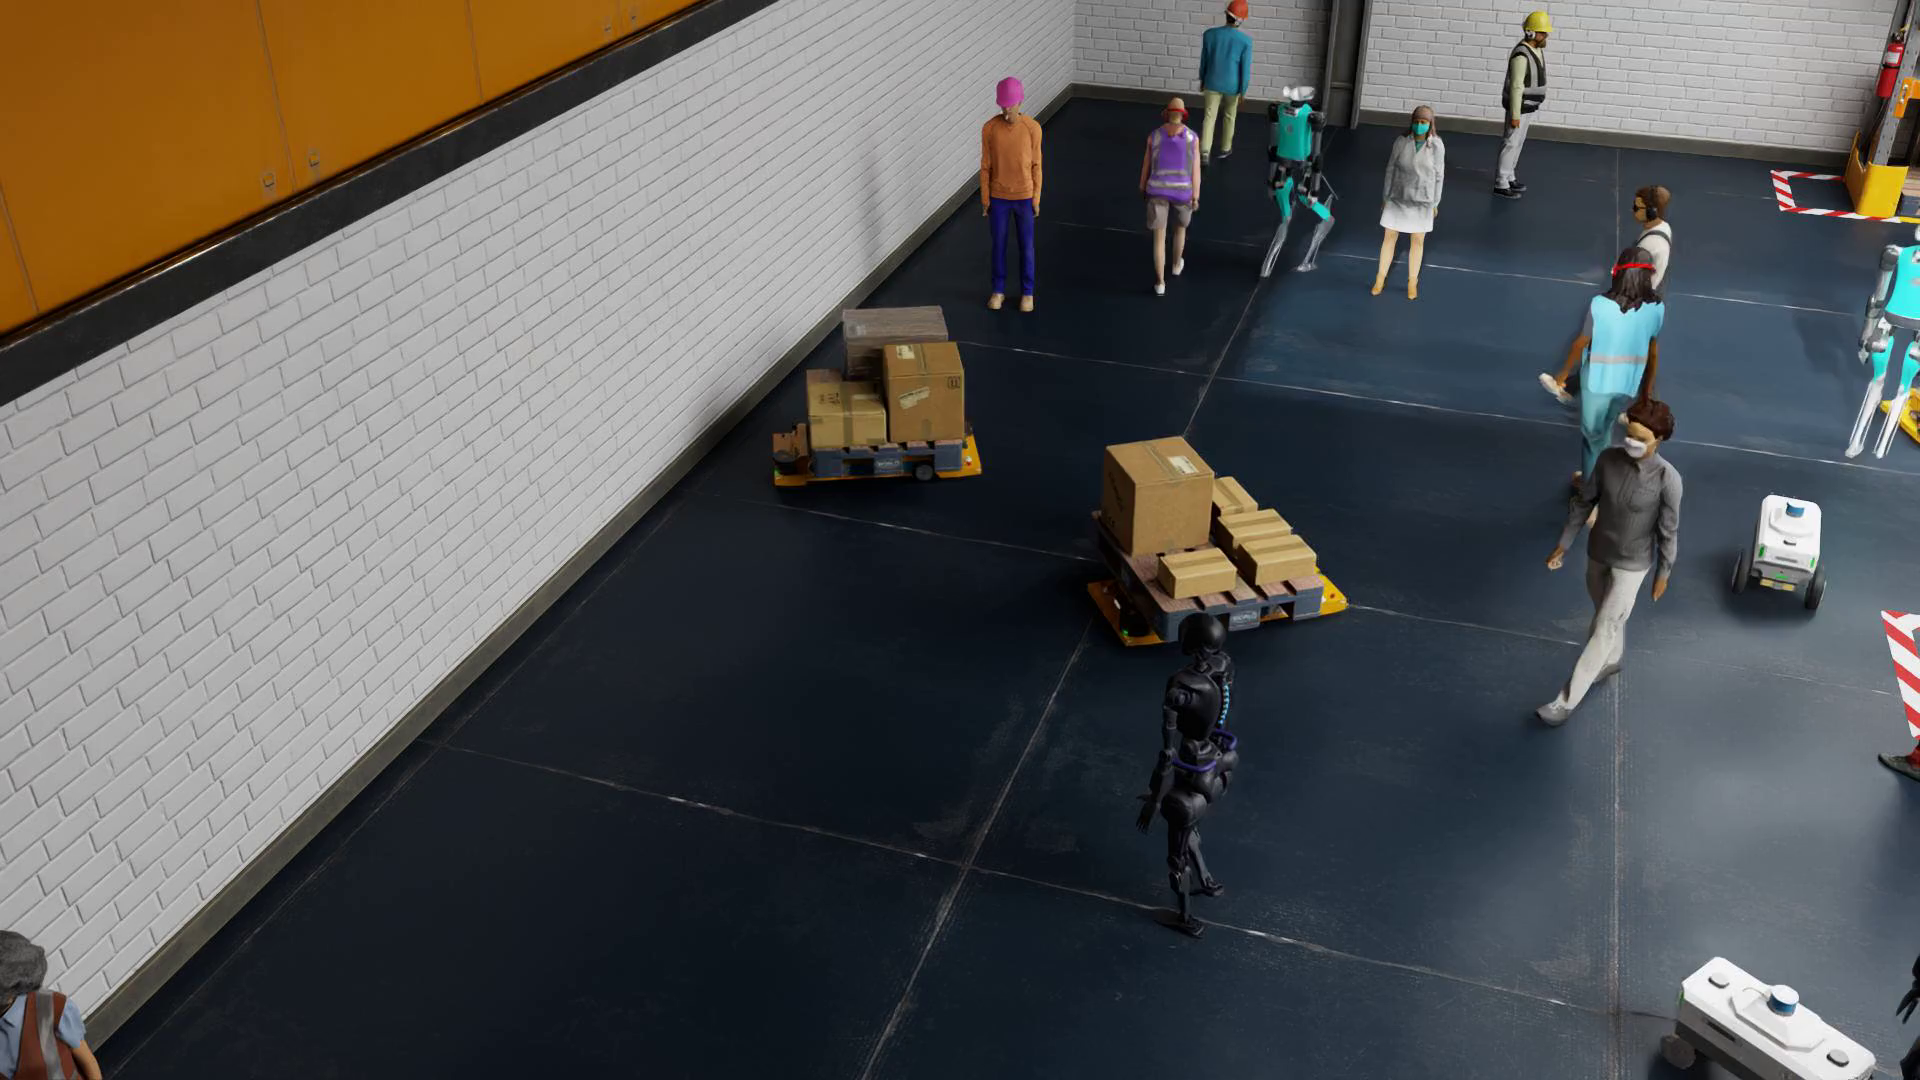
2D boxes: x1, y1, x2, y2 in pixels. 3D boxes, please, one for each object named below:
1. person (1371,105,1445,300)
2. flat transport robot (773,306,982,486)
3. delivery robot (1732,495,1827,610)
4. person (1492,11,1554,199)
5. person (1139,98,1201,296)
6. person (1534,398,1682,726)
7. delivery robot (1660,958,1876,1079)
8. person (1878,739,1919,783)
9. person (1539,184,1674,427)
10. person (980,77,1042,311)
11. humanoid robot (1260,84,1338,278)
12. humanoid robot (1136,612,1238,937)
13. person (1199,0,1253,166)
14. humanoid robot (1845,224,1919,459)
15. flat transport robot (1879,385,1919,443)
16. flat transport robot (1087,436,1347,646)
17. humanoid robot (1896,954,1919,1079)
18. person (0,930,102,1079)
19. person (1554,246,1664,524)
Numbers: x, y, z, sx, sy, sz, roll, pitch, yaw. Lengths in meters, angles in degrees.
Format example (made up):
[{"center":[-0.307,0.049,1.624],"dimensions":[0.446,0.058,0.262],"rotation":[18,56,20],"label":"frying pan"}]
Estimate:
[{"center":[3.820,-2.854,14.105],"dimensions":[0.487,1.659,0.343],"rotation":[11,32,18],"label":"person"},{"center":[-0.595,-0.642,11.717],"dimensions":[1.431,0.231,0.659],"rotation":[-3,31,-5],"label":"flat transport robot"},{"center":[5.102,0.027,10.281],"dimensions":[0.499,0.579,0.766],"rotation":[13,33,21],"label":"delivery robot"},{"center":[5.544,-4.290,16.393],"dimensions":[0.403,1.827,0.594],"rotation":[17,34,26],"label":"person"},{"center":[1.806,-3.000,14.340],"dimensions":[0.513,1.660,0.797],"rotation":[4,31,6],"label":"person"},{"center":[3.465,0.100,8.897],"dimensions":[0.941,1.854,0.562],"rotation":[-18,35,-28],"label":"person"},{"center":[3.322,2.091,6.797],"dimensions":[0.499,0.605,0.788],"rotation":[-21,36,-31],"label":"delivery robot"},{"center":[5.107,0.441,8.395],"dimensions":[0.530,1.771,0.300],"rotation":[-12,33,-20],"label":"person"},{"center":[4.772,-1.689,11.990],"dimensions":[0.950,1.796,0.511],"rotation":[14,33,22],"label":"person"},{"center":[0.419,-2.867,13.830],"dimensions":[0.515,1.973,0.401],"rotation":[4,31,6],"label":"person"},{"center":[3.009,-3.144,14.528],"dimensions":[0.542,1.752,0.891],"rotation":[25,39,36],"label":"humanoid robot"},{"center":[1.036,1.055,7.441],"dimensions":[0.359,1.650,0.589],"rotation":[21,36,32],"label":"humanoid robot"},{"center":[2.739,-4.757,17.289],"dimensions":[0.570,1.709,0.801],"rotation":[11,32,18],"label":"person"},{"center":[6.532,-1.371,11.511],"dimensions":[0.531,1.802,0.634],"rotation":[21,37,32],"label":"humanoid robot"},{"center":[7.600,-0.897,12.151],"dimensions":[1.431,0.231,0.659],"rotation":[0,30,-1],"label":"flat transport robot"},{"center":[1.557,0.302,10.112],"dimensions":[1.431,0.231,0.659],"rotation":[-9,32,-14],"label":"flat transport robot"},{"center":[3.812,1.807,6.171],"dimensions":[0.482,1.645,0.616],"rotation":[-9,32,-15],"label":"humanoid robot"},{"center":[-3.185,2.024,5.779],"dimensions":[0.445,1.686,0.315],"rotation":[-10,32,-17],"label":"person"},{"center":[4.180,-1.053,10.858],"dimensions":[0.505,1.847,0.719],"rotation":[-2,31,-4],"label":"person"}]
